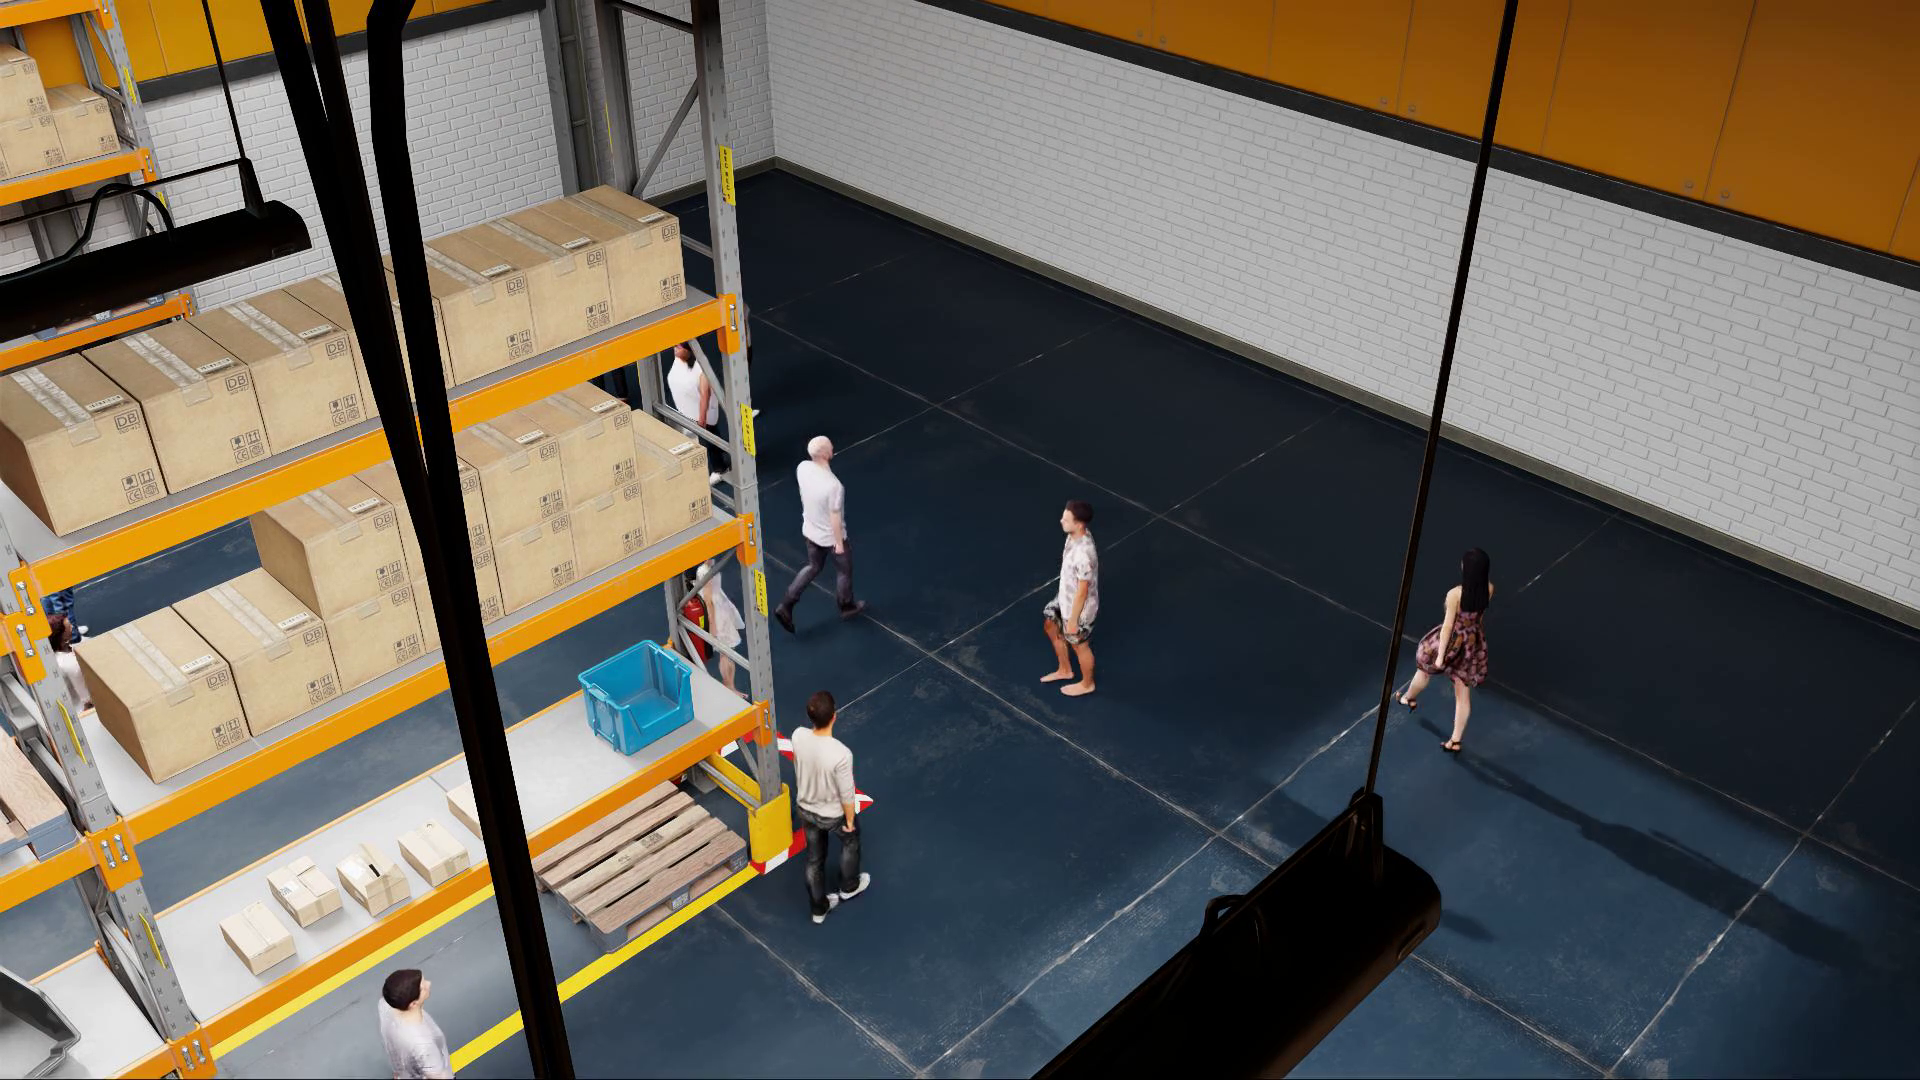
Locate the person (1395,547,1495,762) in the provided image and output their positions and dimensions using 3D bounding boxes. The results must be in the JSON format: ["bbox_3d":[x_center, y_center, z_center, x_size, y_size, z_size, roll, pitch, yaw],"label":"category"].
[{"bbox_3d":[3.739,0.878,12.317,1.064,1.737,0.950,-13,36,-18],"label":"person"}]

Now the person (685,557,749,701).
[{"bbox_3d":[-2.010,0.612,12.703,1.112,1.752,0.834,-15,36,-21],"label":"person"}]

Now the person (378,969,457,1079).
[{"bbox_3d":[-2.954,3.028,8.979,0.741,1.851,0.742,-24,41,-32],"label":"person"}]

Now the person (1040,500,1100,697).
[{"bbox_3d":[0.992,0.459,12.889,0.883,1.802,0.839,-3,34,-5],"label":"person"}]

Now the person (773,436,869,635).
[{"bbox_3d":[-1.180,-0.022,13.605,1.098,1.809,0.683,-27,42,-34],"label":"person"}]

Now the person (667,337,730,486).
[{"bbox_3d":[-2.422,-1.223,15.555,1.021,1.652,0.657,-29,43,-36],"label":"person"}]

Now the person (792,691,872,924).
[{"bbox_3d":[-0.938,1.807,10.875,0.776,1.787,0.862,15,37,22],"label":"person"}]
